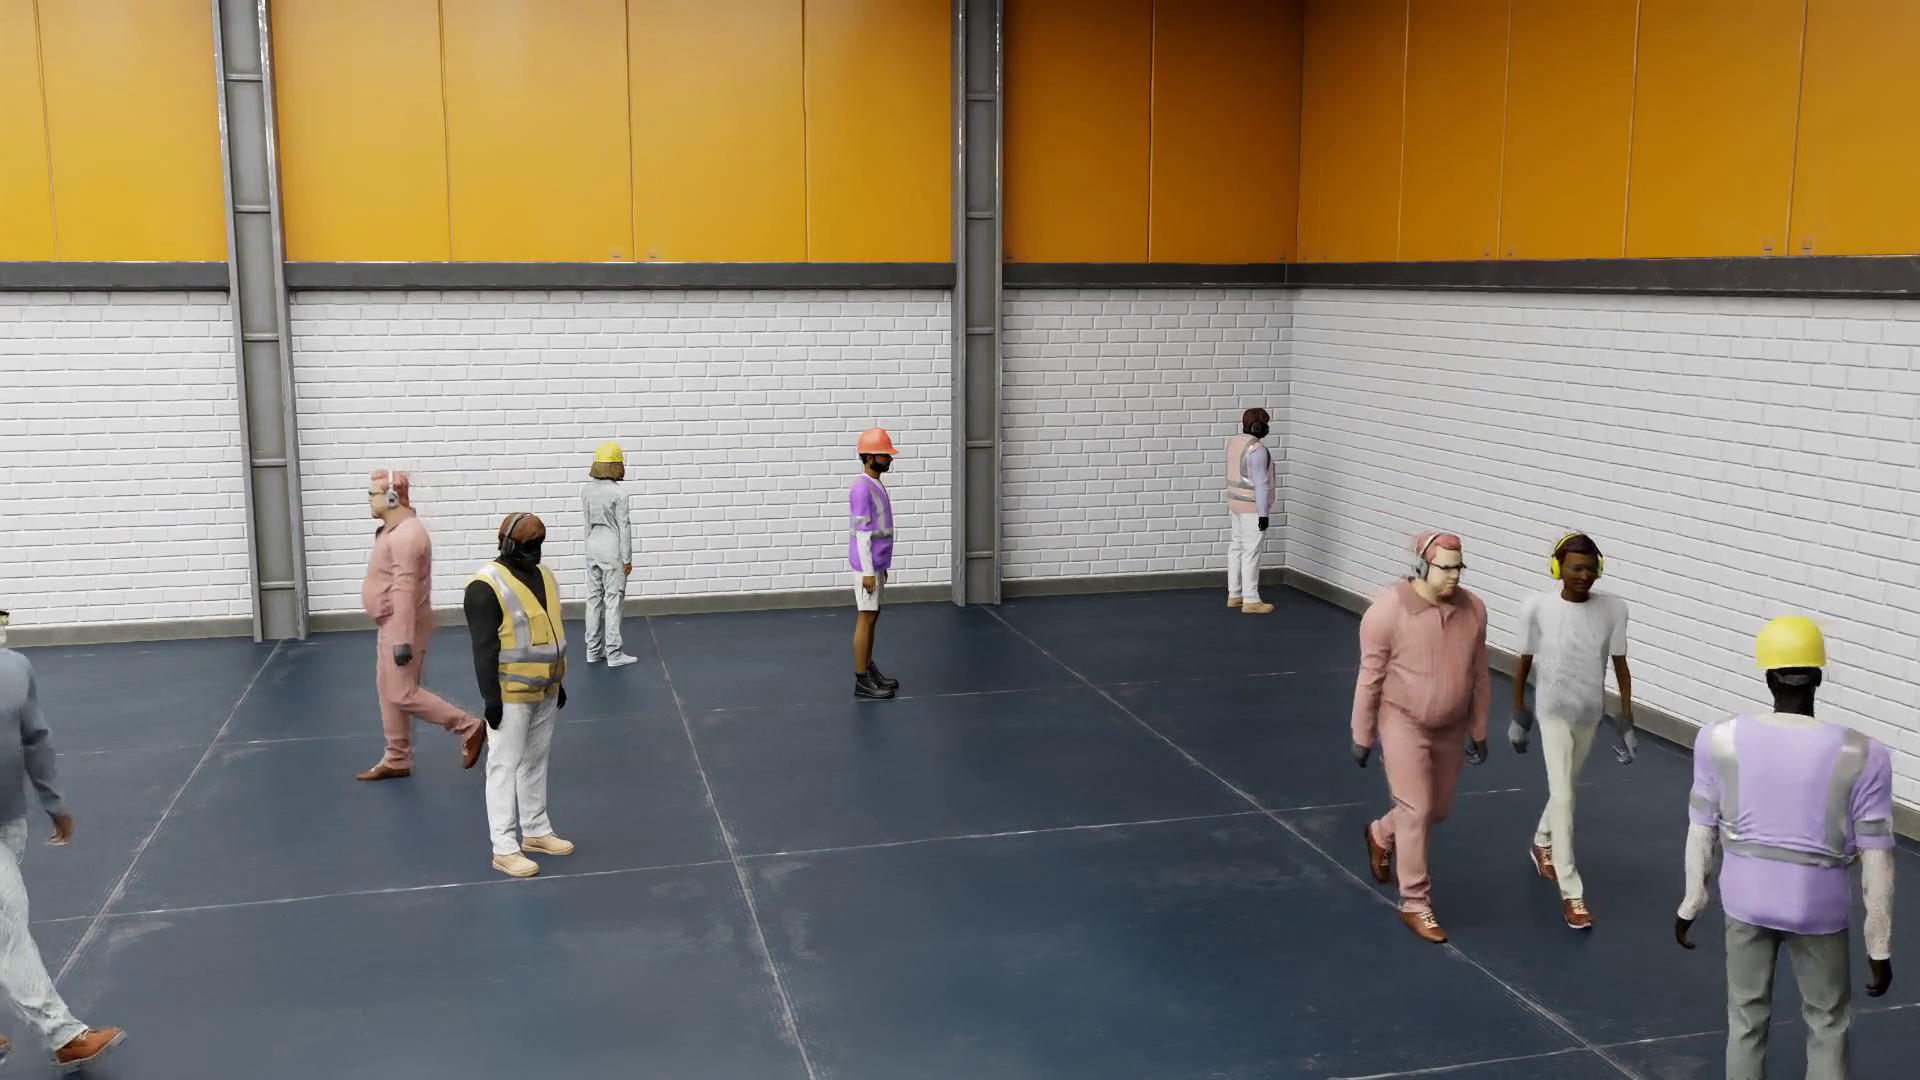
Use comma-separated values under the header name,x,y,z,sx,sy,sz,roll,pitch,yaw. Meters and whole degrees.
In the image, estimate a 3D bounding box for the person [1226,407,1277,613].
name,x,y,z,sx,sy,sz,roll,pitch,yaw
person,2.625,-0.274,14.971,0.429,1.841,0.633,-3,9,-16

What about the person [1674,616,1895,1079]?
name,x,y,z,sx,sy,sz,roll,pitch,yaw
person,2.750,1.215,5.497,0.692,1.909,0.449,6,11,33

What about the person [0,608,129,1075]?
name,x,y,z,sx,sy,sz,roll,pitch,yaw
person,-3.577,1.087,6.292,0.957,1.896,0.656,1,9,7

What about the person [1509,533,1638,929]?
name,x,y,z,sx,sy,sz,roll,pitch,yaw
person,2.946,0.855,8.023,0.520,1.824,0.995,0,9,1

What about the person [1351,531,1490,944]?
name,x,y,z,sx,sy,sz,roll,pitch,yaw
person,2.129,0.857,7.814,0.647,1.870,0.800,-3,10,-20

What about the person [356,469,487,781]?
name,x,y,z,sx,sy,sz,roll,pitch,yaw
person,-3.248,0.513,9.902,0.673,1.892,0.649,-4,10,-24

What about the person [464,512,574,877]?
name,x,y,z,sx,sy,sz,roll,pitch,yaw
person,-2.222,0.767,8.497,0.429,1.838,0.621,3,10,21

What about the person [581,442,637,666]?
name,x,y,z,sx,sy,sz,roll,pitch,yaw
person,-2.724,0.109,12.924,0.480,1.733,0.333,6,11,32

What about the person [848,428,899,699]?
name,x,y,z,sx,sy,sz,roll,pitch,yaw
person,-0.613,0.161,11.957,0.360,1.939,0.543,1,9,6
